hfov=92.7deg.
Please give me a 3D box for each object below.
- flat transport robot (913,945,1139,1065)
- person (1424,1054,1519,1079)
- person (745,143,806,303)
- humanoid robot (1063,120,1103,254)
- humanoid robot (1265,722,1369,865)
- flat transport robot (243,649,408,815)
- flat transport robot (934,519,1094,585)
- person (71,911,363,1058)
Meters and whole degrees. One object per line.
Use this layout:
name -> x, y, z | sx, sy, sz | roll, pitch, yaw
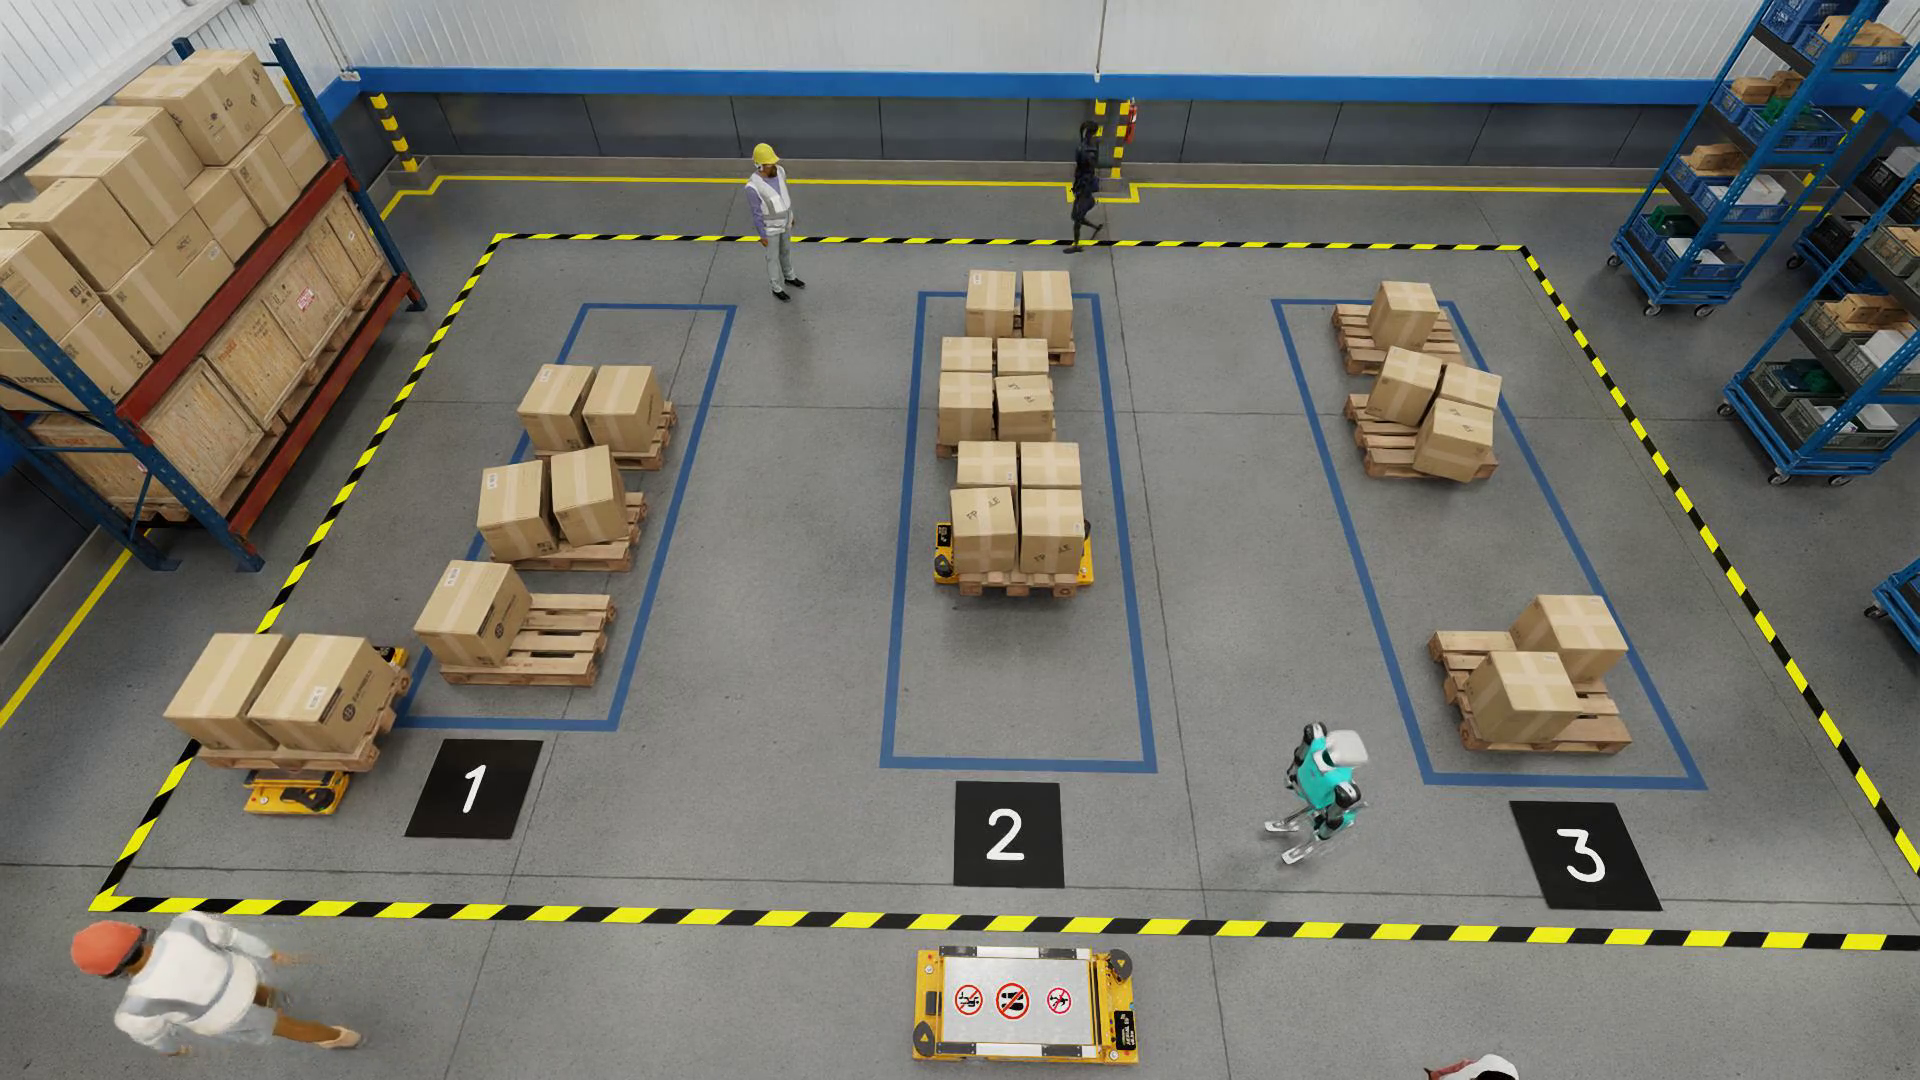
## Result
flat transport robot -> 0.422, 3.041, 6.007 | 1.431, 0.231, 0.659 | 1, 51, 1
person -> 2.558, 3.121, 4.881 | 0.391, 1.913, 0.587 | 23, 54, 18
person -> -2.088, -3.598, 10.407 | 0.404, 1.837, 0.589 | 24, 55, 18
humanoid robot -> 1.553, -4.219, 11.022 | 0.472, 1.644, 0.608 | -8, 51, -6
humanoid robot -> 2.501, 1.679, 6.082 | 0.735, 1.677, 0.533 | -11, 52, -9
flat transport robot -> -5.030, 1.456, 7.281 | 0.652, 0.197, 1.431 | 1, 51, 1
flat transport robot -> 0.490, 0.087, 8.397 | 1.431, 0.197, 0.652 | 1, 51, 1
person -> -4.354, 2.608, 5.248 | 1.001, 2.001, 0.611 | -1, 51, 0
